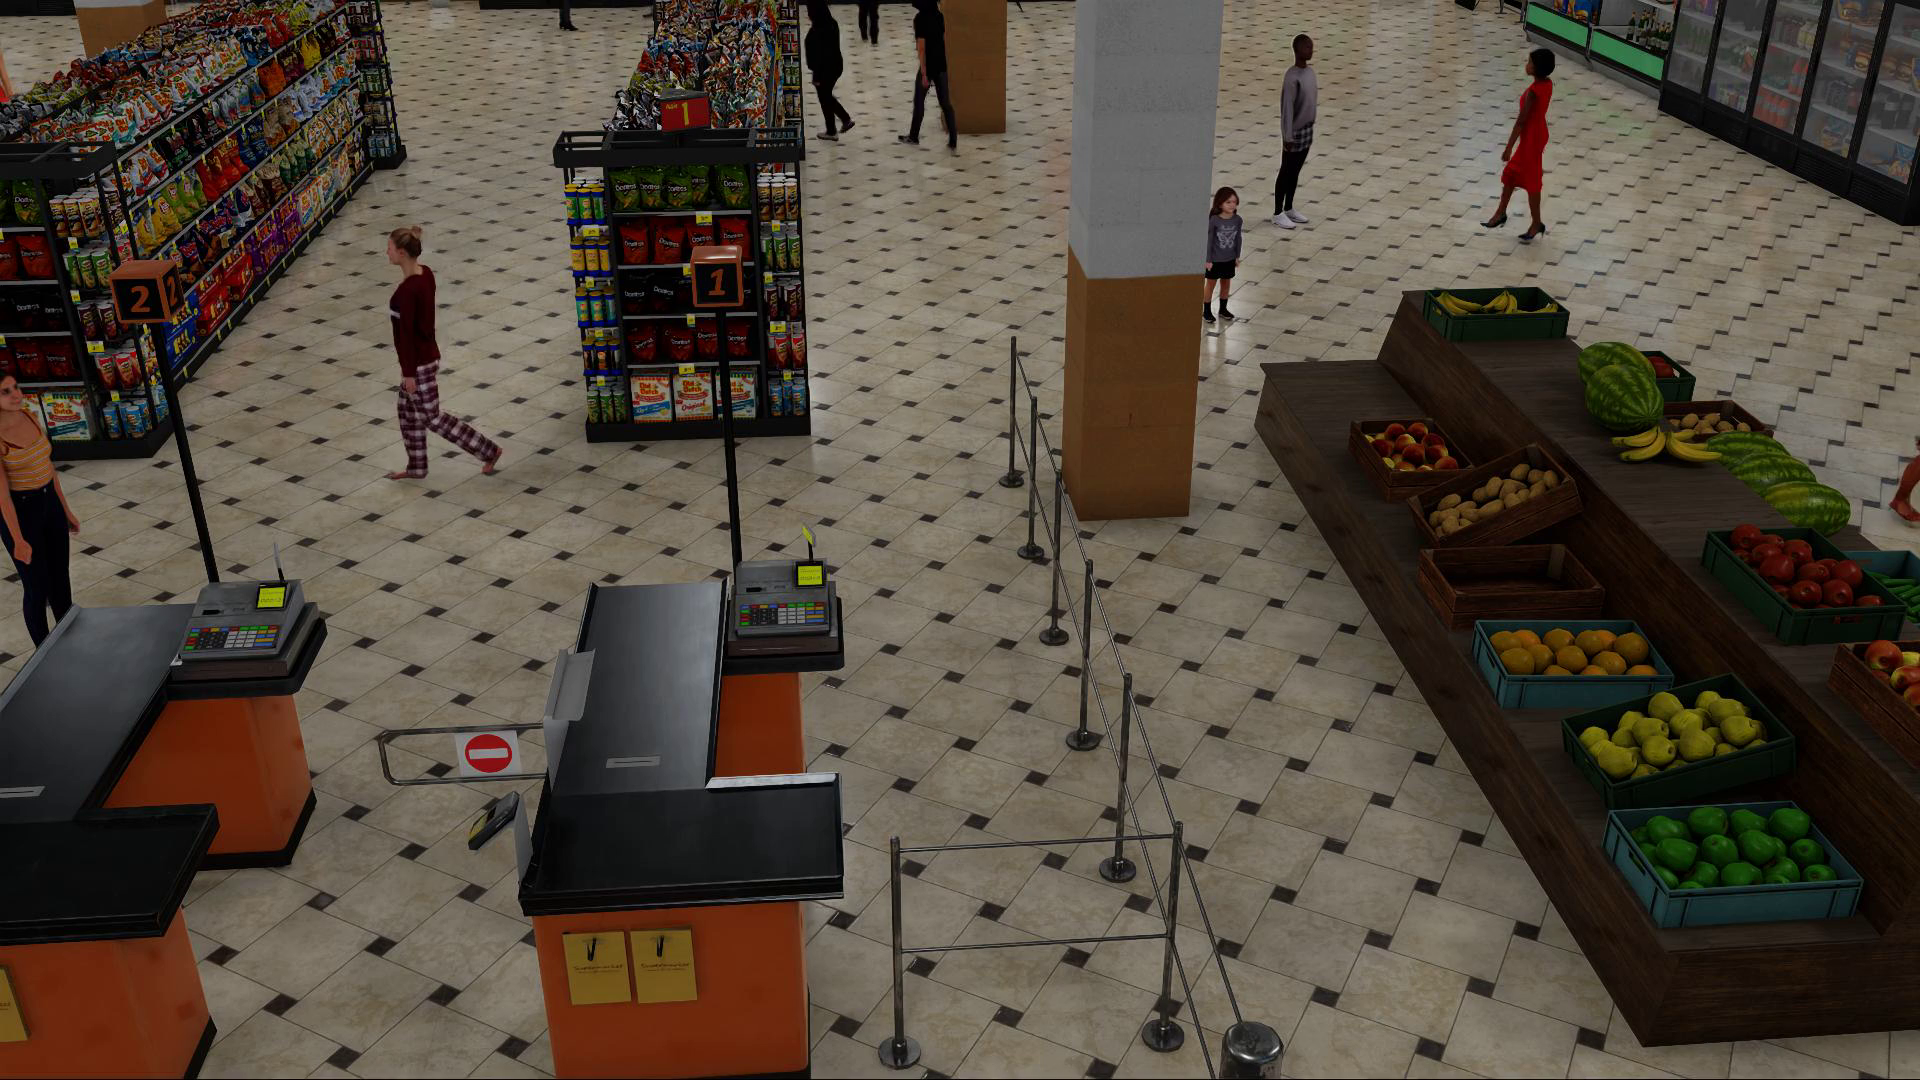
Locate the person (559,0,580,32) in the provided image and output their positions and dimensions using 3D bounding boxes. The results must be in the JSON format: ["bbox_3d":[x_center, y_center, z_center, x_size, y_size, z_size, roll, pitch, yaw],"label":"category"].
[{"bbox_3d":[-5.979,-8.506,25.053,0.714,1.587,0.557,-14,30,-26],"label":"person"}]

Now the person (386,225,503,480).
[{"bbox_3d":[-3.302,-1.123,10.403,0.694,1.670,0.897,-2,27,-3],"label":"person"}]

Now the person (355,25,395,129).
[{"bbox_3d":[-6.862,-5.569,19.136,0.810,1.701,0.873,20,33,34],"label":"person"}]

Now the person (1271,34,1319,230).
[{"bbox_3d":[3.164,-3.859,15.686,0.752,1.772,0.685,20,33,34],"label":"person"}]

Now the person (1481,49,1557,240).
[{"bbox_3d":[5.302,-3.578,15.187,0.936,1.722,0.909,15,31,27],"label":"person"}]

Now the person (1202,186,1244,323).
[{"bbox_3d":[2.099,-2.302,13.352,0.513,1.105,0.516,-10,29,-20],"label":"person"}]

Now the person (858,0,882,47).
[{"bbox_3d":[-1.341,-7.905,24.037,0.656,1.435,0.988,-5,27,-10],"label":"person"}]

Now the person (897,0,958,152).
[{"bbox_3d":[-0.258,-5.161,18.246,1.119,1.778,1.042,24,35,39],"label":"person"}]

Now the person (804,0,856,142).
[{"bbox_3d":[-1.423,-5.223,18.585,0.891,1.581,0.829,13,30,23],"label":"person"}]

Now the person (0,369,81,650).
[{"bbox_3d":[-4.710,-0.106,8.442,0.684,1.629,0.540,5,27,9],"label":"person"}]
